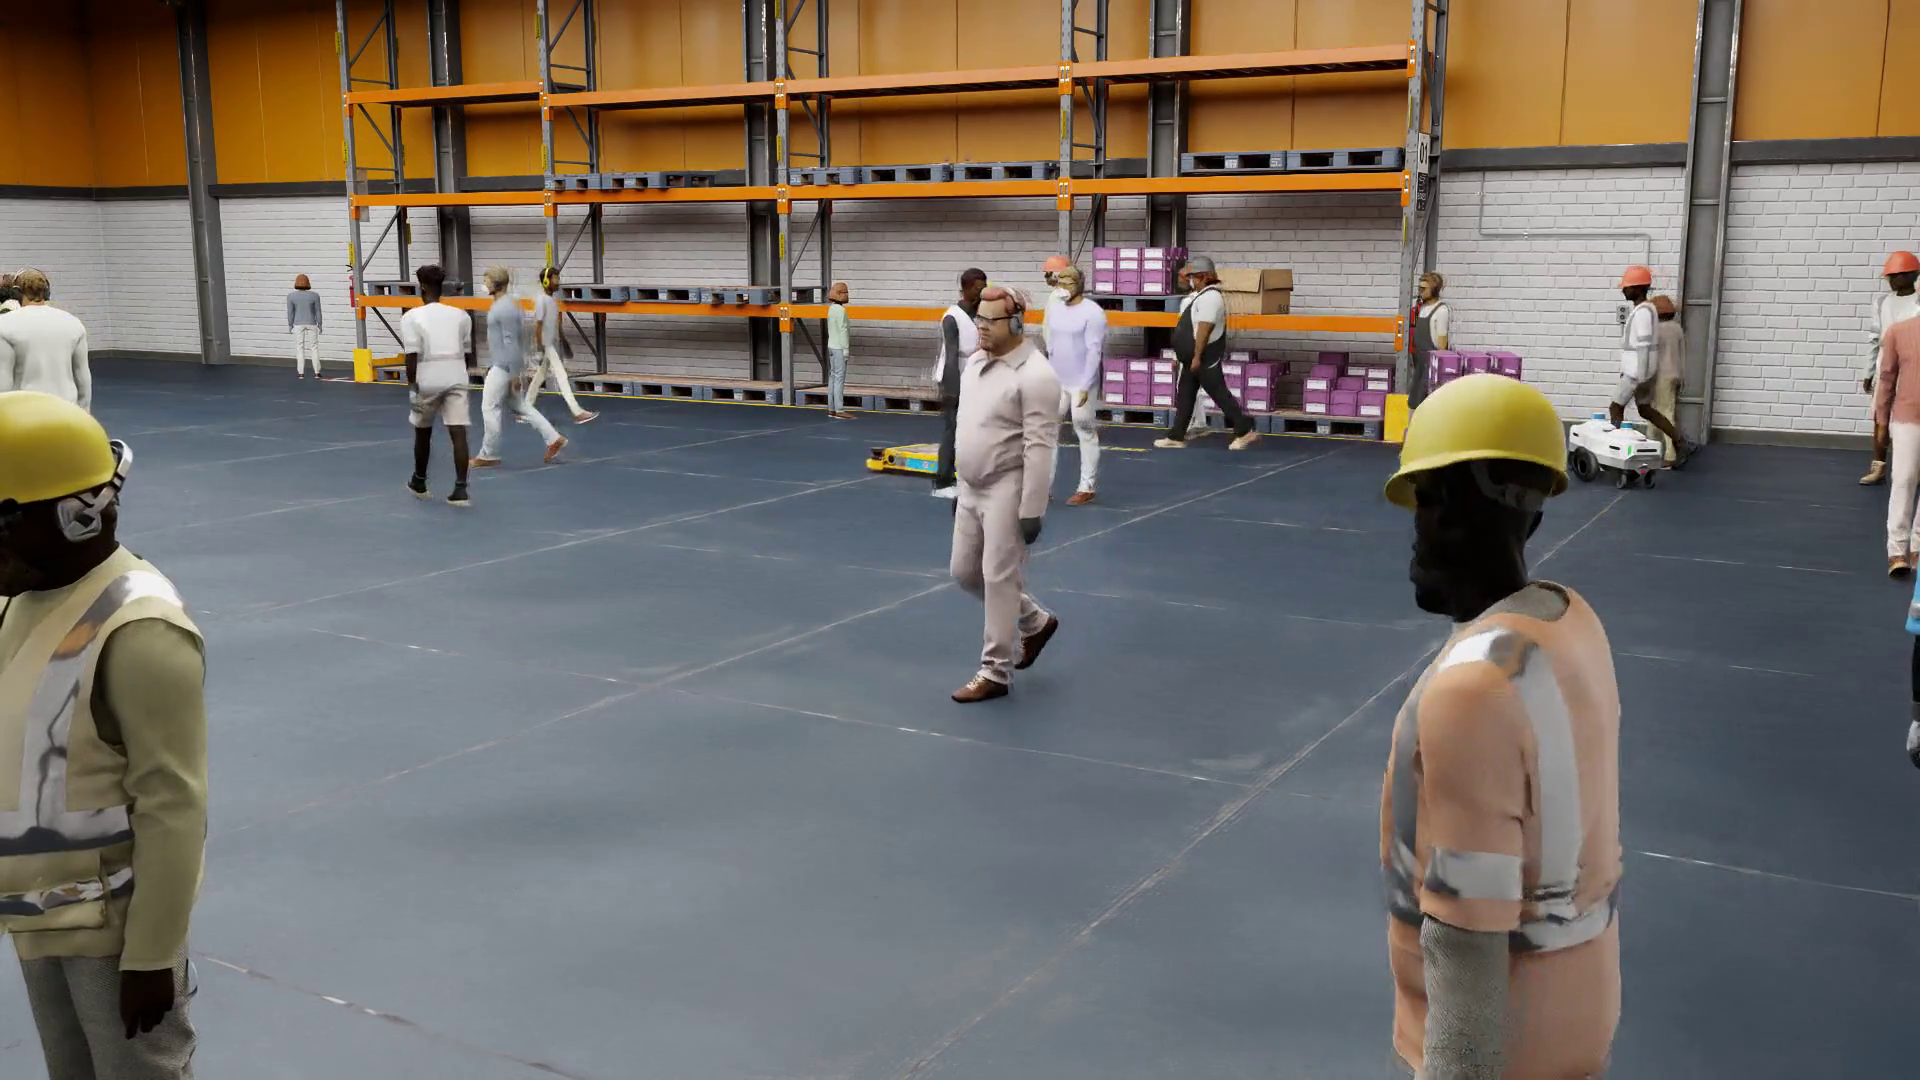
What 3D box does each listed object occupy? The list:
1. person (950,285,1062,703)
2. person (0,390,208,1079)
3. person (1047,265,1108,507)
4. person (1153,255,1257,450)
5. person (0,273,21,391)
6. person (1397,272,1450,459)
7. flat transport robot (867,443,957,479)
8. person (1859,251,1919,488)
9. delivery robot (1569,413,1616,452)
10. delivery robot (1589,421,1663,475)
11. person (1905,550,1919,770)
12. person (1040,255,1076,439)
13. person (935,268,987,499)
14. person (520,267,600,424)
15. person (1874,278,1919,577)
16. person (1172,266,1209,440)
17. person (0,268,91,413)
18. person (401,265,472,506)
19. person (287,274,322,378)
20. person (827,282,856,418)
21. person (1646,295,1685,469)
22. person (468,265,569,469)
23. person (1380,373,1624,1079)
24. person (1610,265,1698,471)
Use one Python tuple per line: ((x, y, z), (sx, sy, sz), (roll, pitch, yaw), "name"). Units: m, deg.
((0.212, -0.216, 7.624), (0.589, 1.892, 0.666), (-6, 12, -31), "person")
((-1.561, 0.643, 2.968), (0.586, 1.825, 0.403), (8, 13, 39), "person")
((0.800, -1.189, 13.067), (0.819, 1.915, 0.645), (-9, 14, -42), "person")
((2.555, -1.937, 16.964), (1.020, 2.000, 0.688), (1, 10, 5), "person")
((-9.464, -1.783, 16.783), (0.926, 1.807, 0.622), (-2, 10, -13), "person")
((4.590, -1.673, 16.077), (0.579, 1.826, 0.535), (-1, 10, -8), "person")
((-0.118, -0.716, 15.060), (1.431, 0.197, 0.652), (9, 14, 43), "flat transport robot")
((8.035, -1.452, 14.253), (0.403, 2.029, 0.620), (-5, 11, -25), "person")
((5.795, -0.913, 15.105), (0.477, 0.478, 0.707), (1, 10, 5), "delivery robot")
((5.749, -0.784, 14.376), (0.477, 0.478, 0.707), (-1, 10, -8), "delivery robot")
((2.765, 0.465, 4.377), (0.538, 1.674, 0.606), (4, 11, 24), "person")
((1.089, -2.034, 17.684), (0.573, 1.976, 0.623), (4, 11, 21), "person")
((0.072, -1.264, 13.580), (0.624, 1.888, 0.677), (6, 12, 30), "person")
((-4.726, -2.251, 19.372), (0.973, 1.820, 0.537), (0, 10, -1), "person")
((6.058, -0.727, 10.373), (0.611, 1.945, 0.963), (5, 11, 25), "person")
((2.488, -1.986, 17.798), (0.400, 1.854, 0.603), (6, 12, 29), "person")
((-6.249, -0.884, 11.355), (0.391, 1.927, 0.645), (6, 12, 31), "person")
((-4.239, -1.255, 13.451), (0.603, 1.906, 0.986), (-8, 13, -37), "person")
((-10.282, -3.351, 26.119), (0.508, 1.632, 0.271), (-4, 11, -23), "person")
((-1.449, -2.286, 20.088), (0.280, 1.634, 0.499), (-4, 11, -22), "person")
((6.501, -1.482, 15.580), (0.521, 1.598, 0.680), (-8, 13, -38), "person")
((-4.174, -1.613, 15.544), (0.943, 1.911, 0.641), (-3, 10, -16), "person")
((0.714, 0.722, 2.360), (0.382, 1.887, 0.809), (5, 11, 27), "person")
((6.317, -1.569, 15.291), (0.905, 1.904, 0.551), (6, 11, 29), "person")
